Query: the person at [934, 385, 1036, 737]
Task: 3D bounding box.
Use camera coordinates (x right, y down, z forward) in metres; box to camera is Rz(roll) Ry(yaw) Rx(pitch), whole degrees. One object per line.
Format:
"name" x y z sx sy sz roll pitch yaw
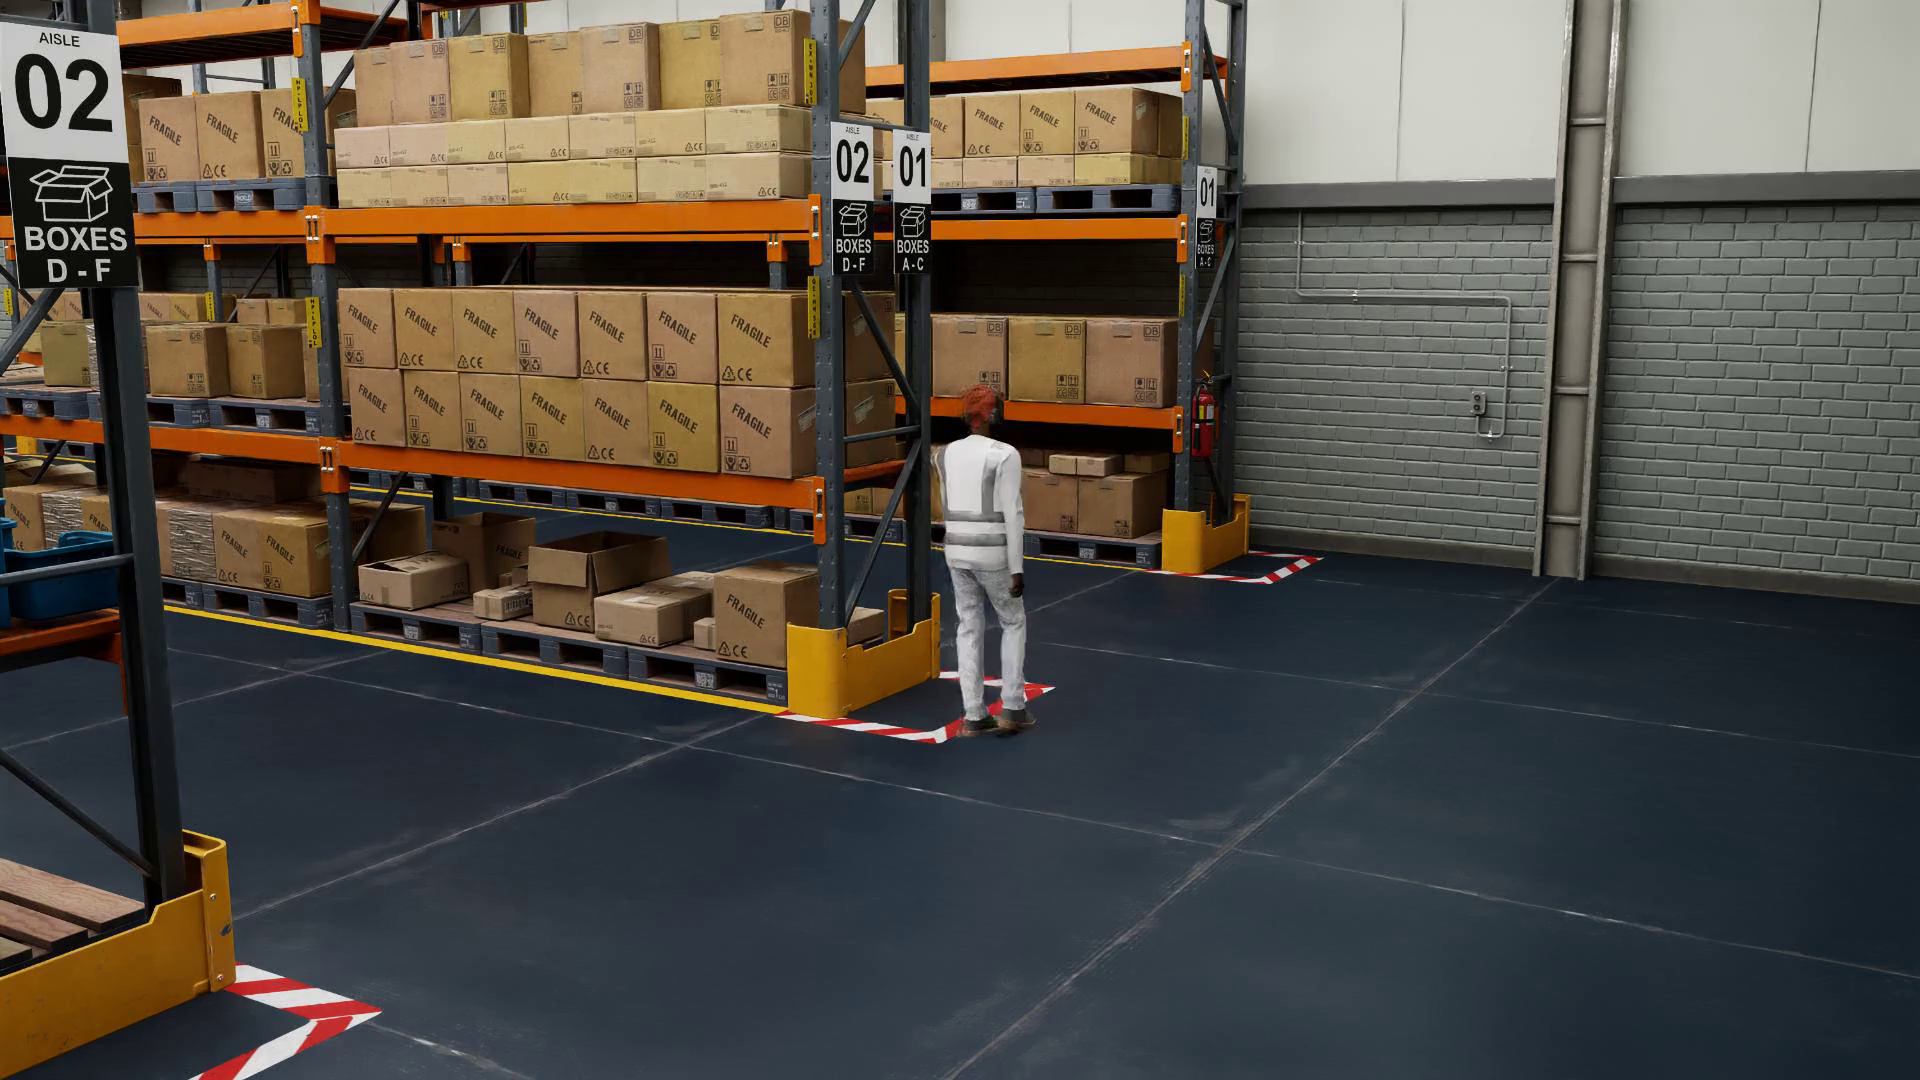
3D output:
"person" 0.136 0.109 8.866 0.612 1.856 0.553 7 12 36
